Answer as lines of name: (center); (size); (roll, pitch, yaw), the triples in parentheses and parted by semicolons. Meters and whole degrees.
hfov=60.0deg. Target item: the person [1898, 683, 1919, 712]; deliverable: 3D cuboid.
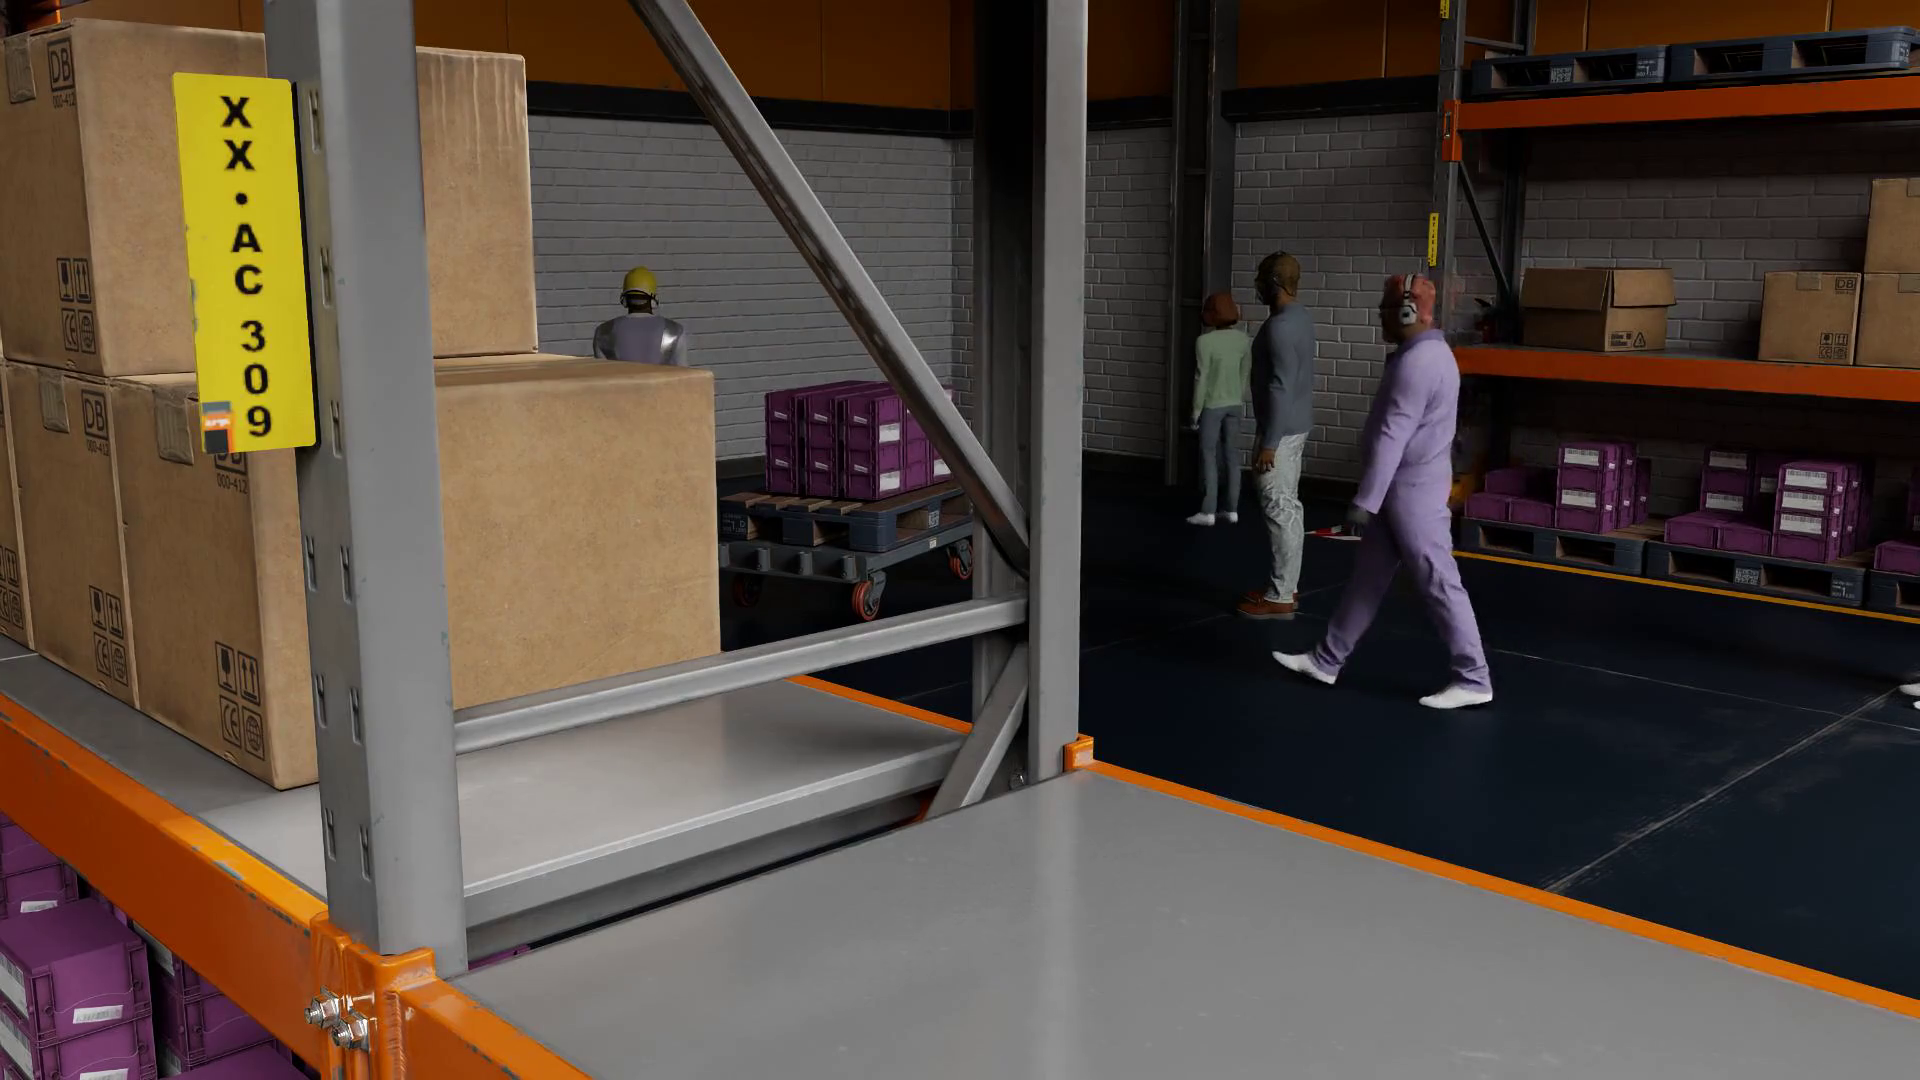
person: (4.266, -0.214, 7.053); (0.393, 1.918, 0.589); (3, 11, 18)

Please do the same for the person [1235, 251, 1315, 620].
person: (1.680, -0.548, 8.812); (0.360, 1.937, 0.635); (3, 11, 18)

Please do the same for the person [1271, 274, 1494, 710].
person: (1.870, -0.199, 7.148); (0.991, 1.854, 0.652); (3, 11, 18)

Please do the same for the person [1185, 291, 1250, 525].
person: (1.815, -0.917, 11.659); (0.507, 1.632, 0.280); (-7, 12, -33)

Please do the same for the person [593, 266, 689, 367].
person: (-1.954, -0.766, 10.291); (0.601, 1.830, 0.404); (-2, 11, -8)
